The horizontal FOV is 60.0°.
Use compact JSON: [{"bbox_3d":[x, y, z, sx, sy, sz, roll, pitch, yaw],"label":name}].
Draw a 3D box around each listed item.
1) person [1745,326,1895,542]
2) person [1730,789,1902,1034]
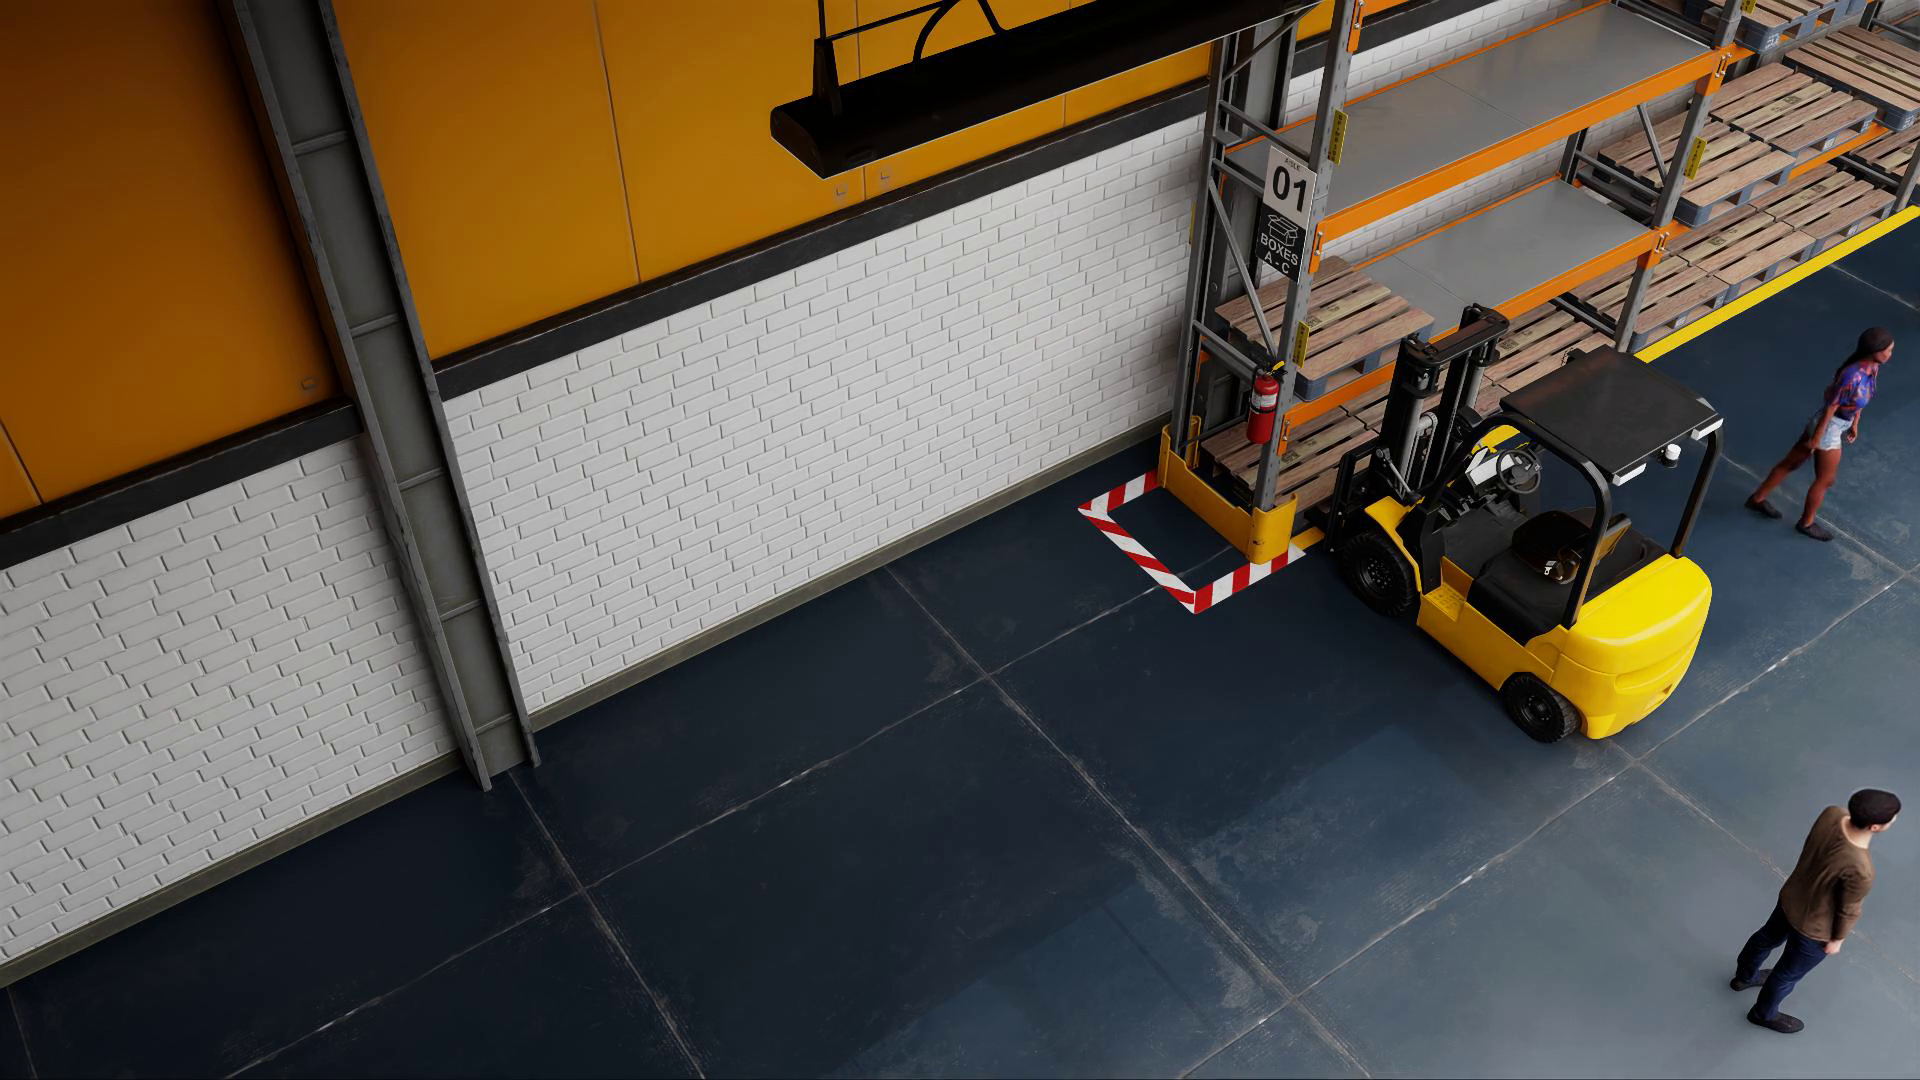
[{"bbox_3d":[6.073,-0.786,11.810,0.889,1.704,0.819,-31,52,-28],"label":"person"},{"bbox_3d":[4.524,1.941,8.814,0.762,1.889,0.744,-1,44,-1],"label":"person"}]
